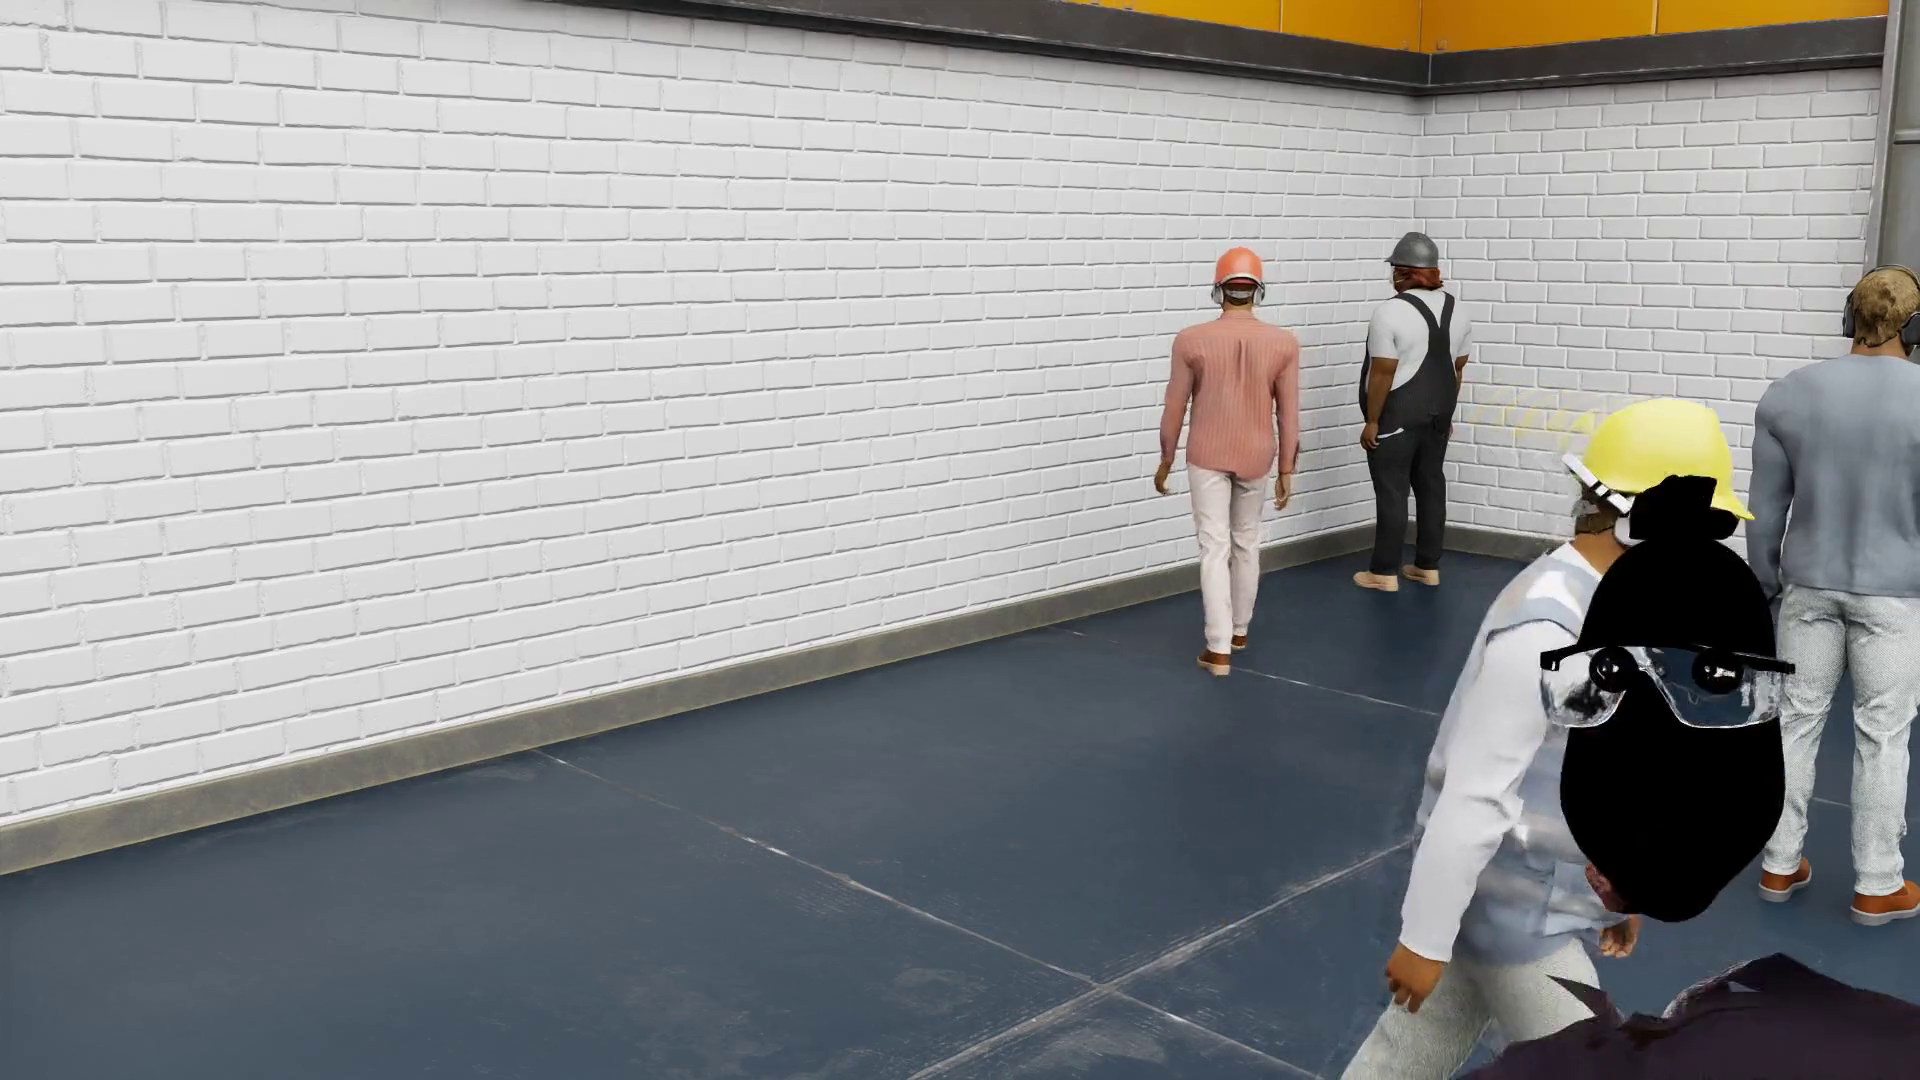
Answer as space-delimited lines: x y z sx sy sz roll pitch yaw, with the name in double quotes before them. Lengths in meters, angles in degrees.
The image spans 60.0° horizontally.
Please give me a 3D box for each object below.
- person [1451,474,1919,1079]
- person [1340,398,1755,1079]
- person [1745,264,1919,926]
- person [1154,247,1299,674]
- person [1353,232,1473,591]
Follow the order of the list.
"person" 0.437 0.892 1.063 0.651 1.910 0.403 -2 11 -11
"person" 1.027 0.620 2.966 1.008 1.747 0.598 5 11 23
"person" 2.655 0.164 4.928 0.353 1.937 0.635 -10 14 -43
"person" 1.255 -0.382 7.875 0.632 1.989 0.663 -1 10 -7
"person" 2.542 -0.734 9.547 0.688 2.000 0.539 -6 12 -29
